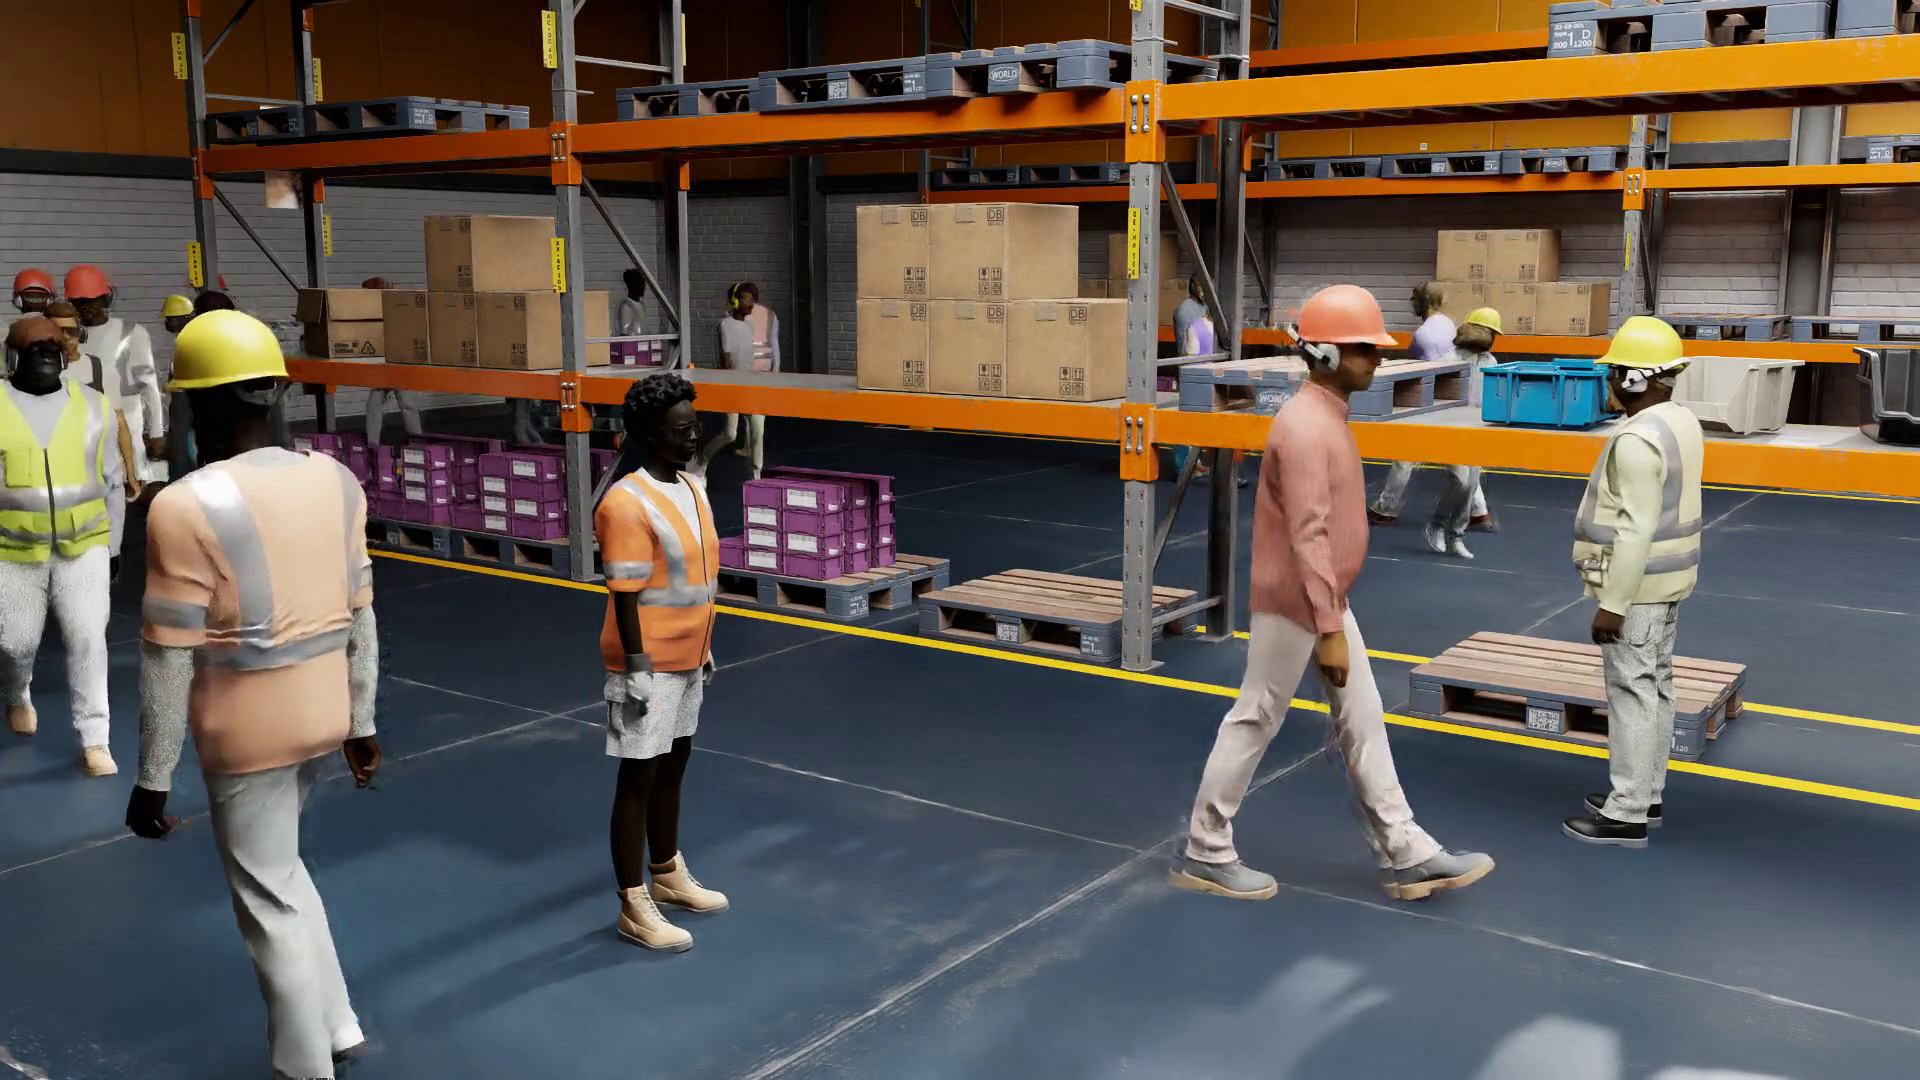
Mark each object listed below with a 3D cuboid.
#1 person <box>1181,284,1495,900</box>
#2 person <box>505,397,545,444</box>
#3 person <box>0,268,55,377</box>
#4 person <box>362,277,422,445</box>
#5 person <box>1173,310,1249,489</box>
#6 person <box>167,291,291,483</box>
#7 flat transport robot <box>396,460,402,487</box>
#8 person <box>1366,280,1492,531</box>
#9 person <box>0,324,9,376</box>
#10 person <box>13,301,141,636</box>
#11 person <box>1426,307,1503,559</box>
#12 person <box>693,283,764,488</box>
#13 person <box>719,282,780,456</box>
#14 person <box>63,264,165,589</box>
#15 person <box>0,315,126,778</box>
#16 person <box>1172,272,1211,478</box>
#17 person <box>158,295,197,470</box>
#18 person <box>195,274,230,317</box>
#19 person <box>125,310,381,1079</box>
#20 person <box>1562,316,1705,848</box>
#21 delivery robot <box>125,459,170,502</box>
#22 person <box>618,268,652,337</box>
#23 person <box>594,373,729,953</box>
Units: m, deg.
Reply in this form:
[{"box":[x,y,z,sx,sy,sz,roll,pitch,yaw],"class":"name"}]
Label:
[{"box":[1.160,0.200,5.129,1.002,1.939,0.657,4,10,23],"class":"person"},{"box":[-4.062,-1.382,15.580,0.497,1.600,0.516,-4,10,-23],"class":"person"},{"box":[-6.025,-0.778,10.895,0.450,1.972,0.633,7,12,35],"class":"person"},{"box":[-5.651,-1.621,16.233,0.850,1.847,0.612,-8,12,-38],"class":"person"},{"box":[2.218,-1.342,14.816,0.622,1.773,1.009,-5,11,-29],"class":"person"},{"box":[-3.960,-0.402,8.983,0.600,1.856,1.024,-9,13,-43],"class":"person"},{"box":[-4.821,-0.615,14.960,1.431,0.197,0.652,-9,13,-43],"class":"flat transport robot"},{"box":[3.539,-1.000,12.491,1.045,1.892,0.648,8,12,38],"class":"person"},{"box":[-7.192,-0.858,12.384,0.514,1.619,0.542,7,12,38],"class":"person"},{"box":[-4.576,-0.324,8.677,0.513,1.809,0.899,-8,13,-41],"class":"person"},{"box":[3.441,-0.715,11.266,0.517,1.705,0.362,-4,10,-22],"class":"person"},{"box":[-1.982,-1.320,14.506,0.805,1.844,0.520,6,11,31],"class":"person"},{"box":[-2.183,-1.789,17.448,0.645,1.807,0.678,-5,11,-29],"class":"person"},{"box":[-5.308,-0.725,10.476,0.649,2.008,0.843,-1,10,-5],"class":"person"},{"box":[-3.667,0.009,6.647,0.629,1.820,0.775,-7,12,-37],"class":"person"},{"box":[2.209,-1.562,15.652,0.379,1.937,0.629,6,11,33],"class":"person"},{"box":[-6.000,-1.018,12.951,0.342,1.760,0.533,-4,10,-23],"class":"person"},{"box":[-7.330,-1.704,16.572,0.577,1.904,0.860,6,11,31],"class":"person"},{"box":[-1.639,0.436,3.838,0.471,1.913,0.595,3,10,15],"class":"person"},{"box":[2.334,0.147,5.776,0.404,1.835,0.586,7,12,37],"class":"person"},{"box":[-6.659,-0.505,13.183,0.707,0.478,0.477,-7,12,-35],"class":"delivery robot"},{"box":[-3.738,-2.113,18.923,0.642,1.942,0.626,0,10,3],"class":"person"},{"box":[-0.886,0.351,4.965,0.322,1.697,0.531,3,10,16],"class":"person"}]
